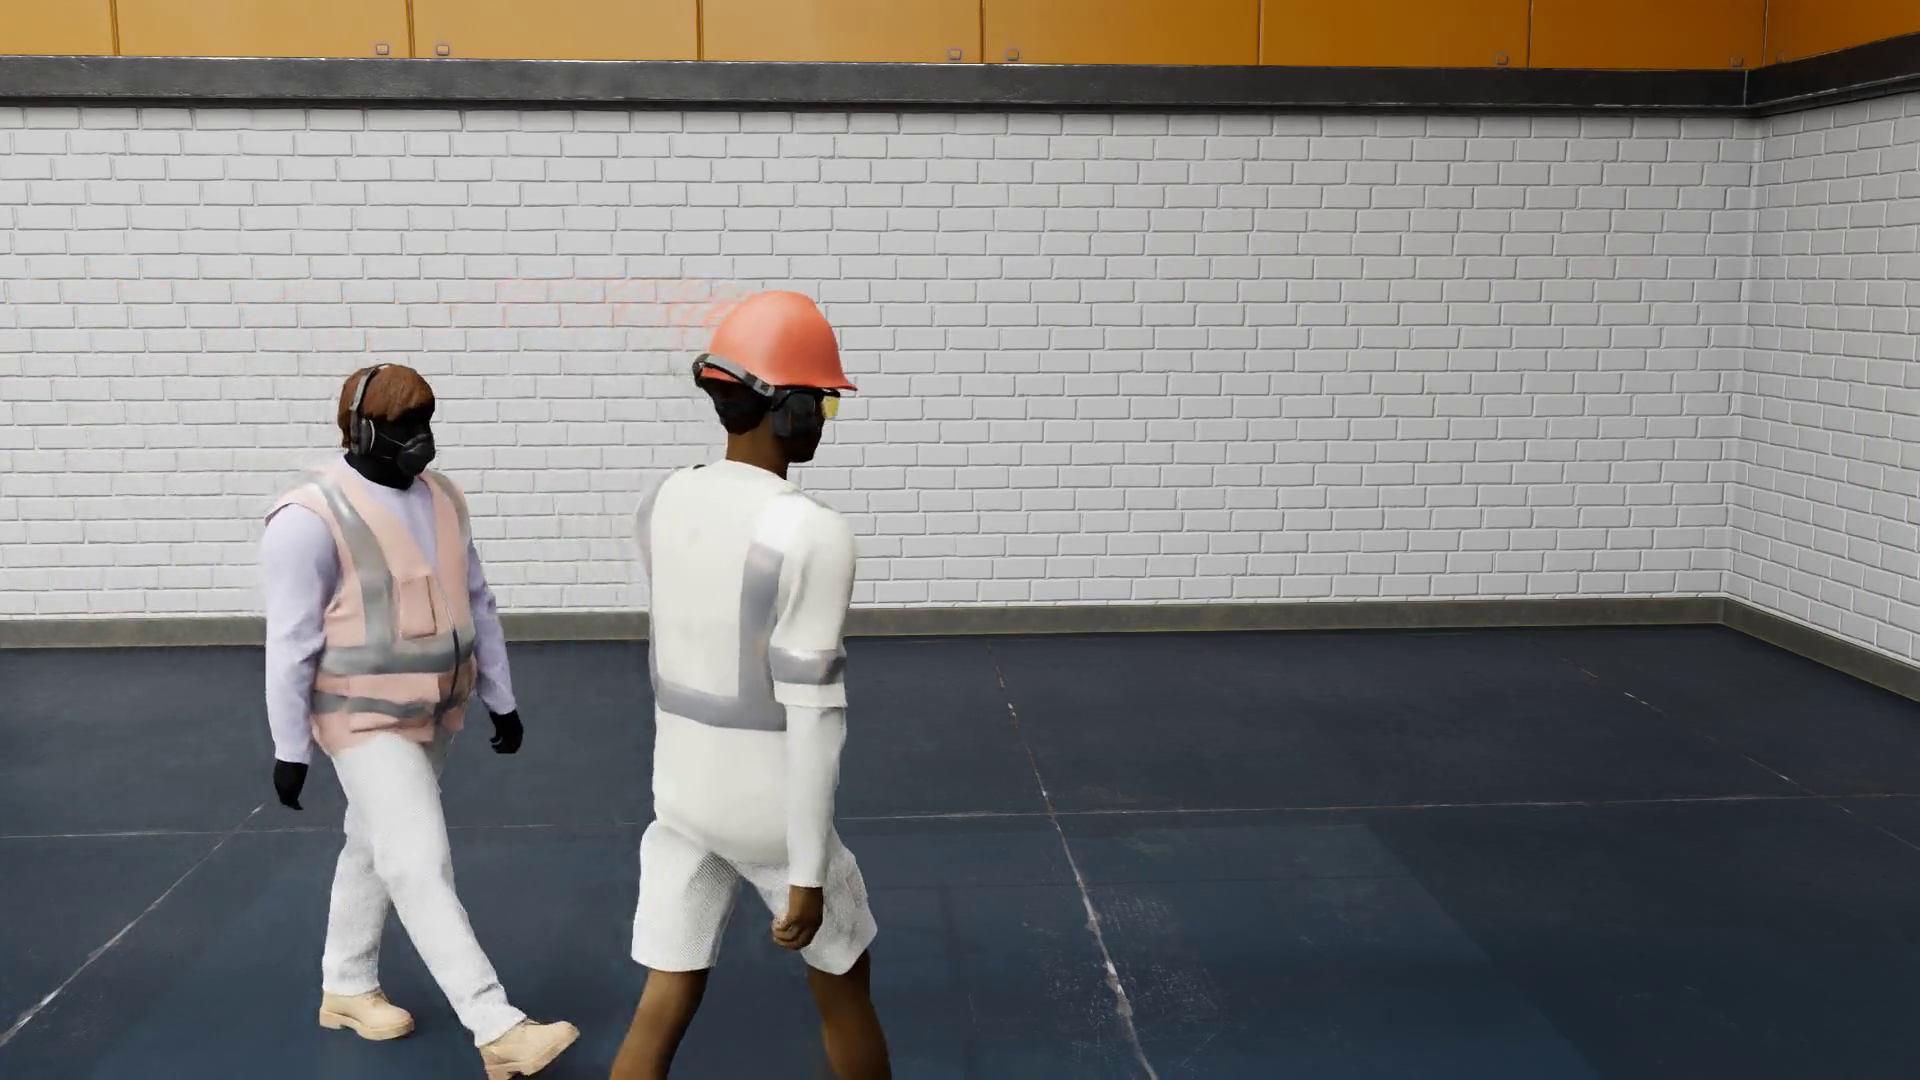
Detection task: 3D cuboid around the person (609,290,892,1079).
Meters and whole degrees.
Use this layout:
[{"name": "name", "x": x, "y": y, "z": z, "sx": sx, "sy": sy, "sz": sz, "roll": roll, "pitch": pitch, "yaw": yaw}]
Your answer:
[{"name": "person", "x": -0.387, "y": 0.505, "z": 3.355, "sx": 0.631, "sy": 1.989, "sz": 1.044, "roll": 7, "pitch": 12, "yaw": 39}]

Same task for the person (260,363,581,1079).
[{"name": "person", "x": -1.344, "y": 0.460, "z": 4.219, "sx": 0.931, "sy": 1.795, "sz": 0.658, "roll": 3, "pitch": 10, "yaw": 20}]
